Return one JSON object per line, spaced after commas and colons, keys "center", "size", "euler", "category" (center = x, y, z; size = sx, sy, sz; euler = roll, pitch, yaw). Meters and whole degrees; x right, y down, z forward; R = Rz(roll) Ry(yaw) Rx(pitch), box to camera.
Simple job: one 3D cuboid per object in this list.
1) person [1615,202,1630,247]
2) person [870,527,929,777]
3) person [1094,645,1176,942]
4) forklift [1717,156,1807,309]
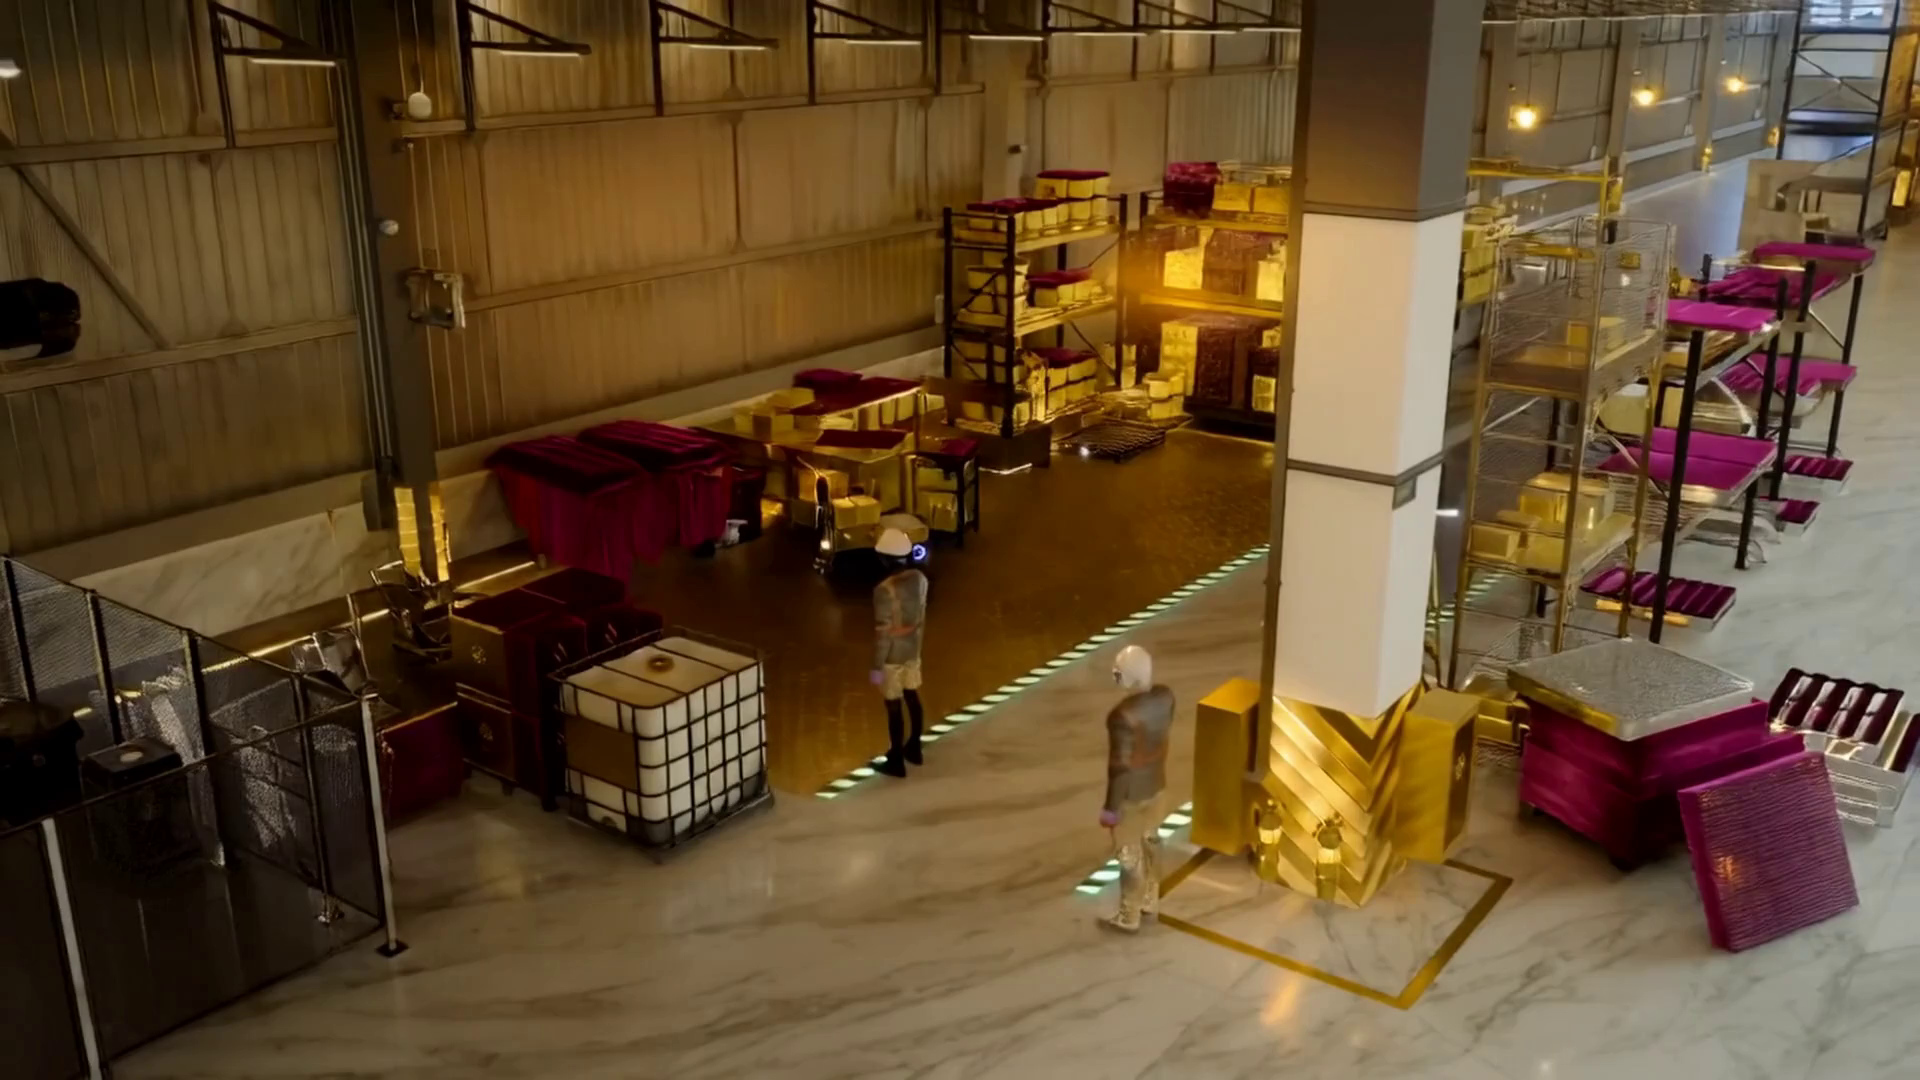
{"center": [12.620, -5.518, 32.001], "size": [0.373, 1.940, 0.629], "euler": [13, 22, 34], "category": "person"}
{"center": [-0.481, 0.841, 12.538], "size": [0.357, 1.938, 0.542], "euler": [13, 22, 34], "category": "person"}
{"center": [1.077, 1.562, 10.334], "size": [0.373, 1.936, 0.629], "euler": [13, 22, 34], "category": "person"}
{"center": [15.187, -5.775, 31.294], "size": [1.129, 2.768, 1.873], "euler": [13, 22, 34], "category": "forklift"}
